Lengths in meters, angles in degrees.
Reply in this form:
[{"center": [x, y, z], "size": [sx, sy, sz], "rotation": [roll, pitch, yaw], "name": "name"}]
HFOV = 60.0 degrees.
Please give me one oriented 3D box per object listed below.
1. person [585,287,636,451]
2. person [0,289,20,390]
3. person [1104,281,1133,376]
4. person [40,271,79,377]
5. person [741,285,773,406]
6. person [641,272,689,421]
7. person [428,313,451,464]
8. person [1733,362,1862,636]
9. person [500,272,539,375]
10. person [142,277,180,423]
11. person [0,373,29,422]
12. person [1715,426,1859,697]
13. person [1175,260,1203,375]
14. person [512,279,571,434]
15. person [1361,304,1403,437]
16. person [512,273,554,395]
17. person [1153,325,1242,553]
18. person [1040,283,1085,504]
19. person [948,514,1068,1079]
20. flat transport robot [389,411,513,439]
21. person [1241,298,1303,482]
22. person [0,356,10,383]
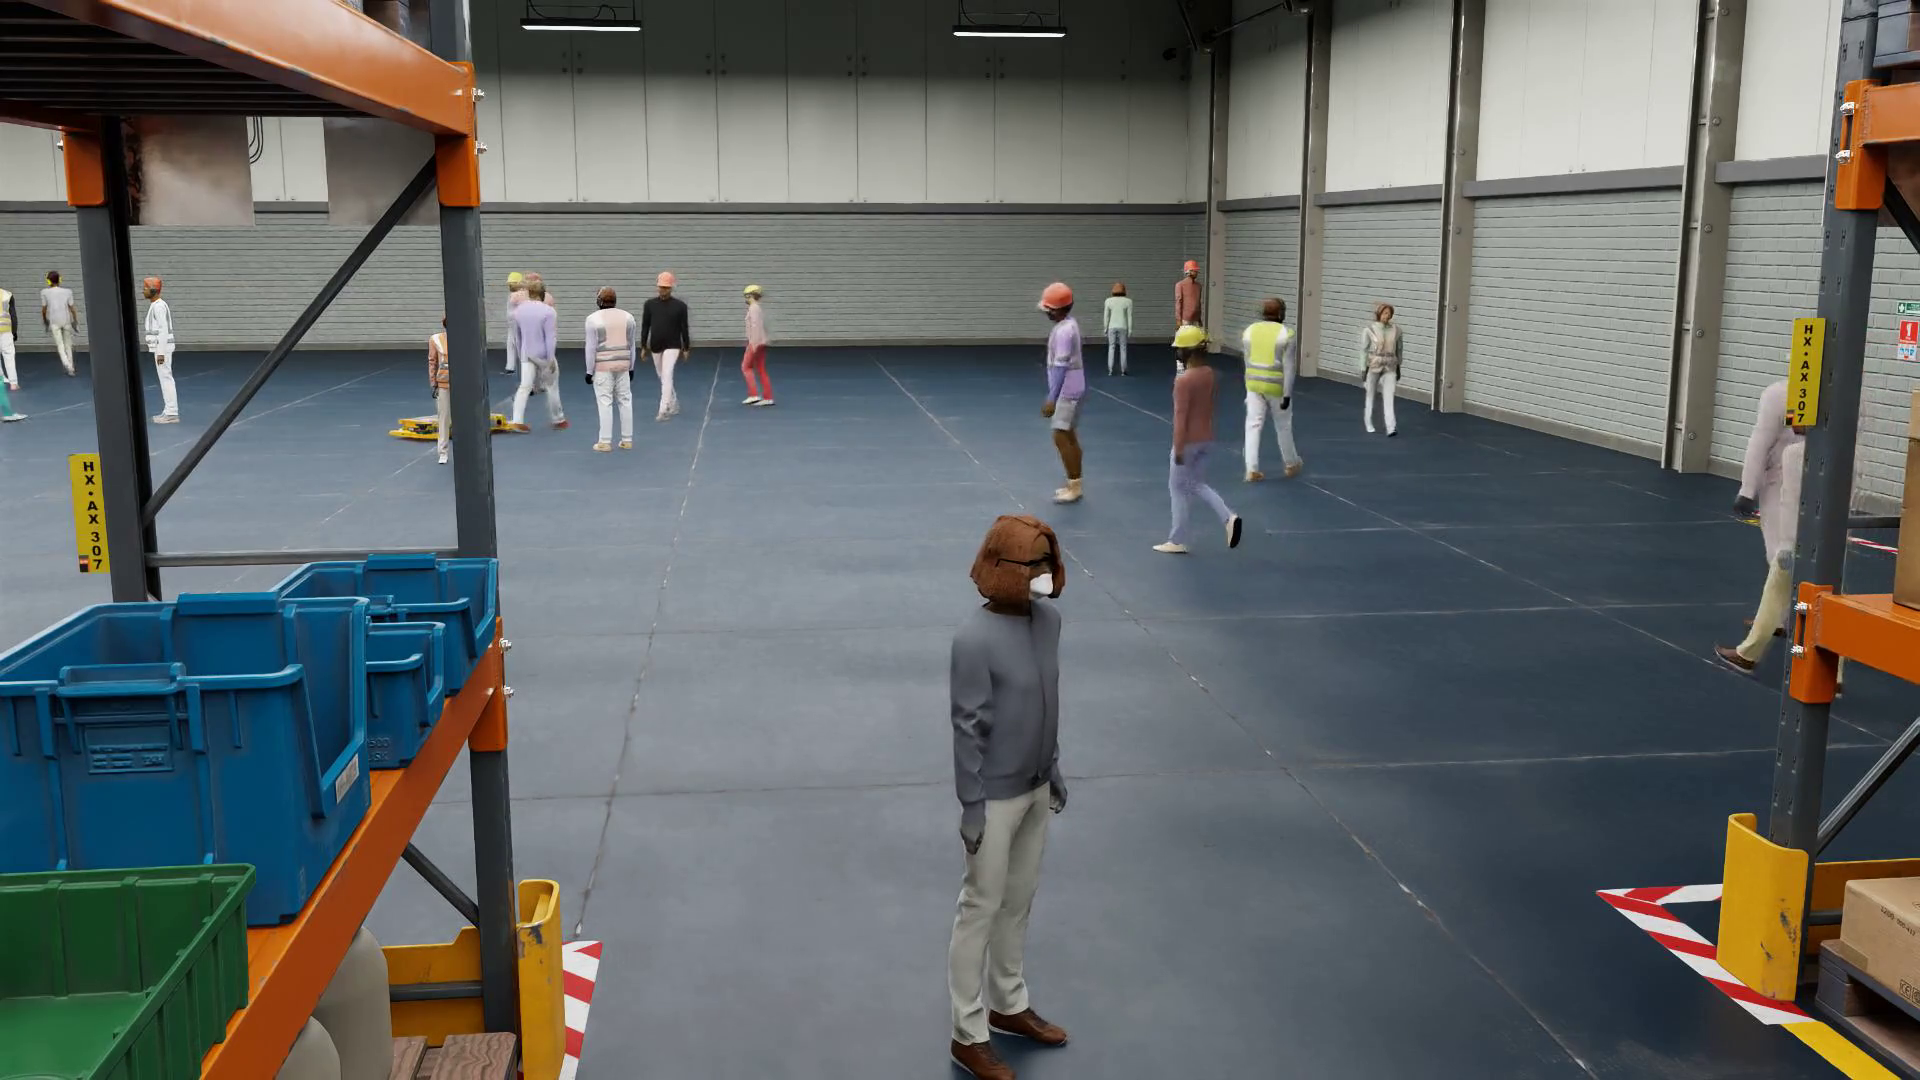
[{"center": [-3.953, -1.925, 18.770], "size": [0.619, 1.845, 0.430], "rotation": [-9, 13, -39], "name": "person"}, {"center": [-15.160, -3.270, 26.145], "size": [0.622, 1.845, 0.430], "rotation": [-6, 12, -29], "name": "person"}, {"center": [2.756, -3.666, 28.884], "size": [0.505, 1.631, 0.268], "rotation": [3, 11, 14], "name": "person"}, {"center": [-15.455, -3.711, 28.629], "size": [0.852, 1.830, 0.543], "rotation": [10, 14, 44], "name": "person"}, {"center": [-2.897, -2.768, 23.719], "size": [0.492, 1.724, 0.564], "rotation": [1, 10, 8], "name": "person"}, {"center": [-3.899, -2.587, 22.124], "size": [0.628, 1.958, 0.982], "rotation": [2, 10, 10], "name": "person"}, {"center": [-5.387, -1.631, 17.715], "size": [0.514, 1.640, 0.311], "rotation": [-4, 11, -22], "name": "person"}, {"center": [4.931, -0.286, 9.711], "size": [0.647, 1.875, 0.882], "rotation": [-3, 11, -18], "name": "person"}, {"center": [-7.659, -3.796, 29.143], "size": [0.587, 1.806, 0.858], "rotation": [8, 13, 37], "name": "person"}, {"center": [-10.361, -2.454, 21.556], "size": [0.346, 1.882, 0.578], "rotation": [-5, 11, -25], "name": "person"}, {"center": [-12.506, -2.355, 21.408], "size": [0.541, 1.733, 0.810], "rotation": [6, 12, 31], "name": "person"}, {"center": [4.480, -0.009, 8.900], "size": [0.530, 1.596, 0.811], "rotation": [-3, 11, -16], "name": "person"}, {"center": [3.999, -3.874, 29.025], "size": [0.622, 1.996, 0.370], "rotation": [-8, 13, -39], "name": "person"}, {"center": [-5.214, -2.253, 20.456], "size": [0.647, 1.893, 1.011], "rotation": [4, 11, 22], "name": "person"}, {"center": [5.114, -2.058, 20.173], "size": [0.533, 1.590, 0.887], "rotation": [0, 10, -2], "name": "person"}, {"center": [-6.531, -3.156, 25.493], "size": [0.640, 1.864, 0.981], "rotation": [-3, 11, -14], "name": "person"}, {"center": [1.795, -0.744, 12.533], "size": [0.608, 1.748, 0.537], "rotation": [9, 13, 39], "name": "person"}, {"center": [0.941, -1.332, 15.122], "size": [0.418, 1.999, 0.688], "rotation": [1, 10, 6], "name": "person"}, {"center": [0.149, 0.727, 4.801], "size": [0.267, 1.632, 0.507], "rotation": [7, 12, 33], "name": "person"}, {"center": [-6.136, -1.404, 20.223], "size": [0.652, 0.197, 1.431], "rotation": [7, 13, 35], "name": "flat transport robot"}, {"center": [3.127, -1.501, 16.557], "size": [0.623, 1.793, 0.946], "rotation": [7, 13, 35], "name": "person"}, {"center": [-15.988, -3.532, 27.363], "size": [0.587, 1.922, 0.383], "rotation": [2, 10, 10], "name": "person"}]
